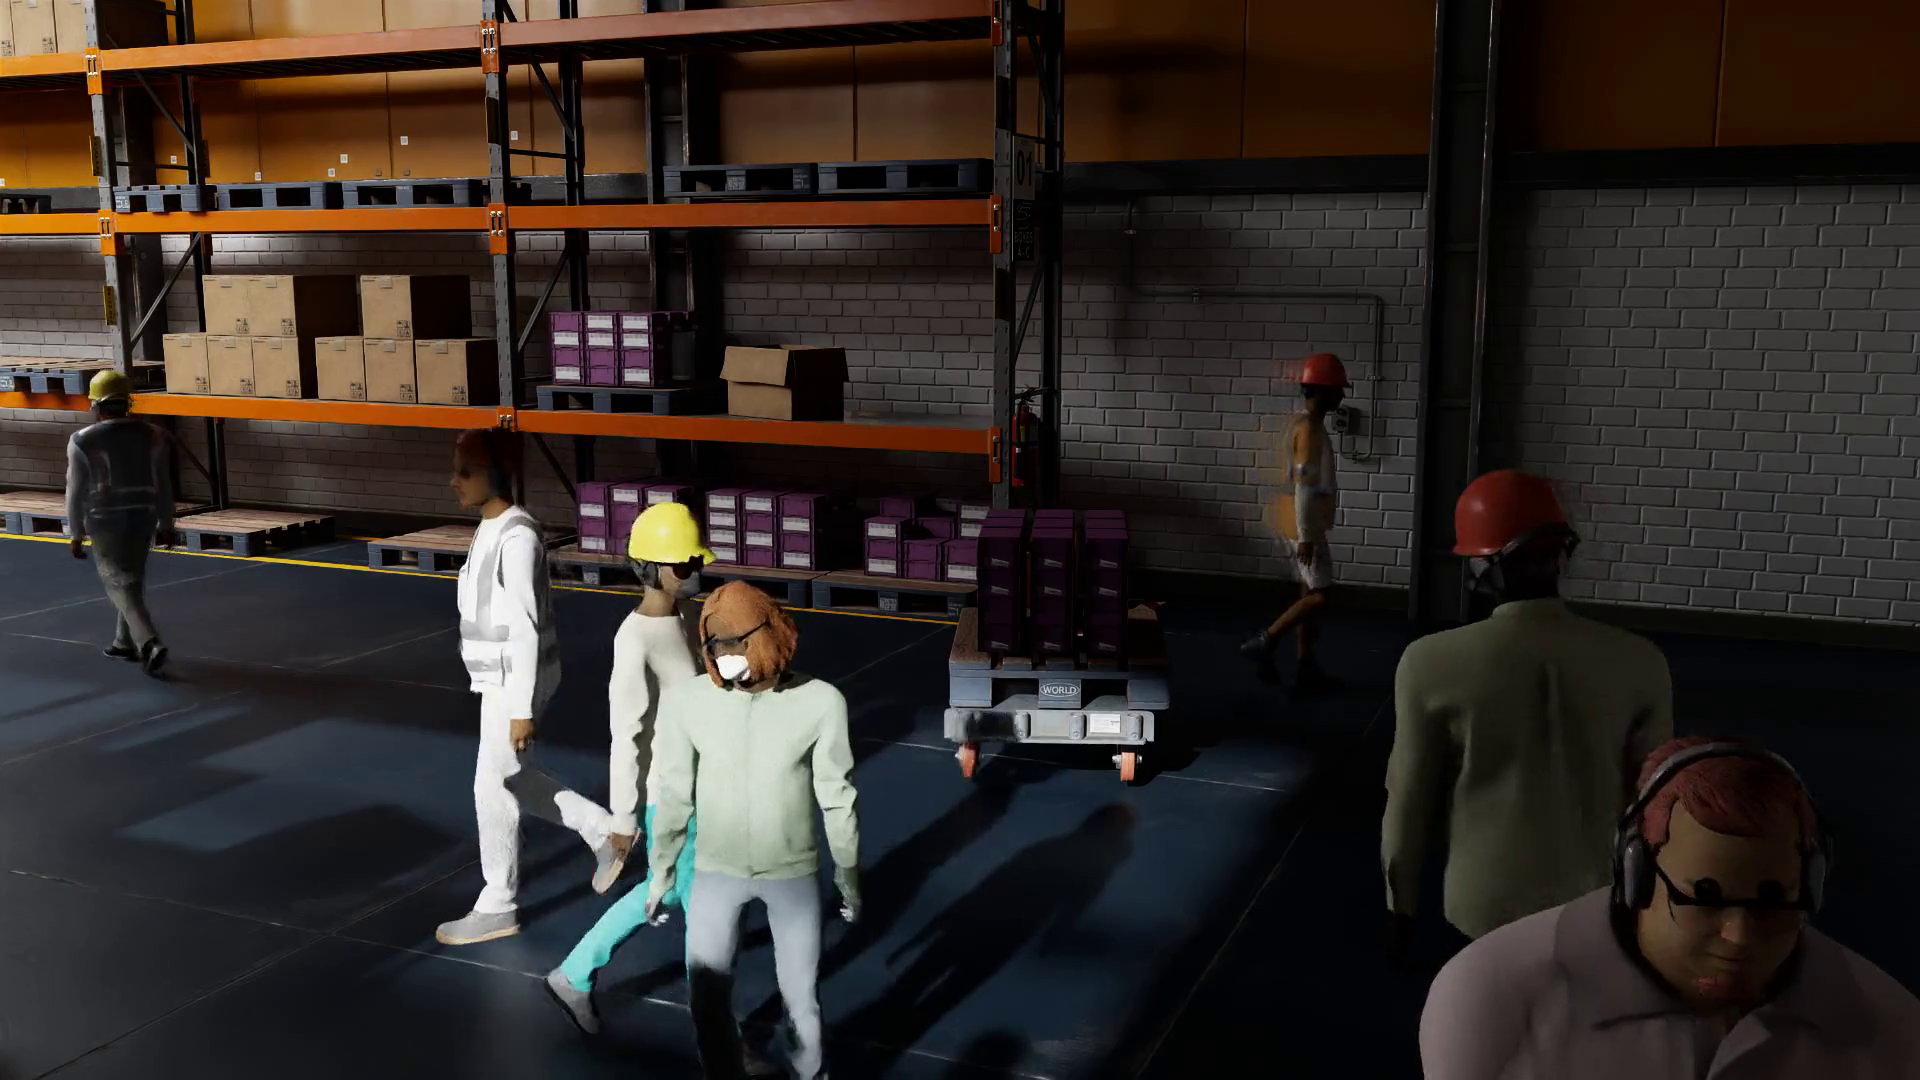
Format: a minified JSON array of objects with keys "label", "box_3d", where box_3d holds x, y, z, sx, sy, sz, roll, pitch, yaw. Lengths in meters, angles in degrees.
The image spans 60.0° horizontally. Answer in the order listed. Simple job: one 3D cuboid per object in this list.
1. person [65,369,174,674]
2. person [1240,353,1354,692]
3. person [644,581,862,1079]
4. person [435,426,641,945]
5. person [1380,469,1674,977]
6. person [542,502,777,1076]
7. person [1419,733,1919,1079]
[{"label":"person","box_3d":[-4.942,-0.109,9.846,0.842,1.806,0.599,7,12,36]},{"label":"person","box_3d":[1.925,-0.082,9.314,0.503,1.924,0.570,2,10,14]},{"label":"person","box_3d":[-0.541,0.894,4.379,0.547,1.615,0.350,-1,9,-3]},{"label":"person","box_3d":[-1.532,0.511,5.948,0.678,1.864,0.573,-4,10,-23]},{"label":"person","box_3d":[1.282,0.829,3.759,0.633,1.959,0.598,0,9,-1]},{"label":"person","box_3d":[-0.934,0.736,5.021,0.771,1.745,0.523,1,10,8]},{"label":"person","box_3d":[0.919,1.127,2.203,0.652,1.878,0.629,2,10,12]}]
